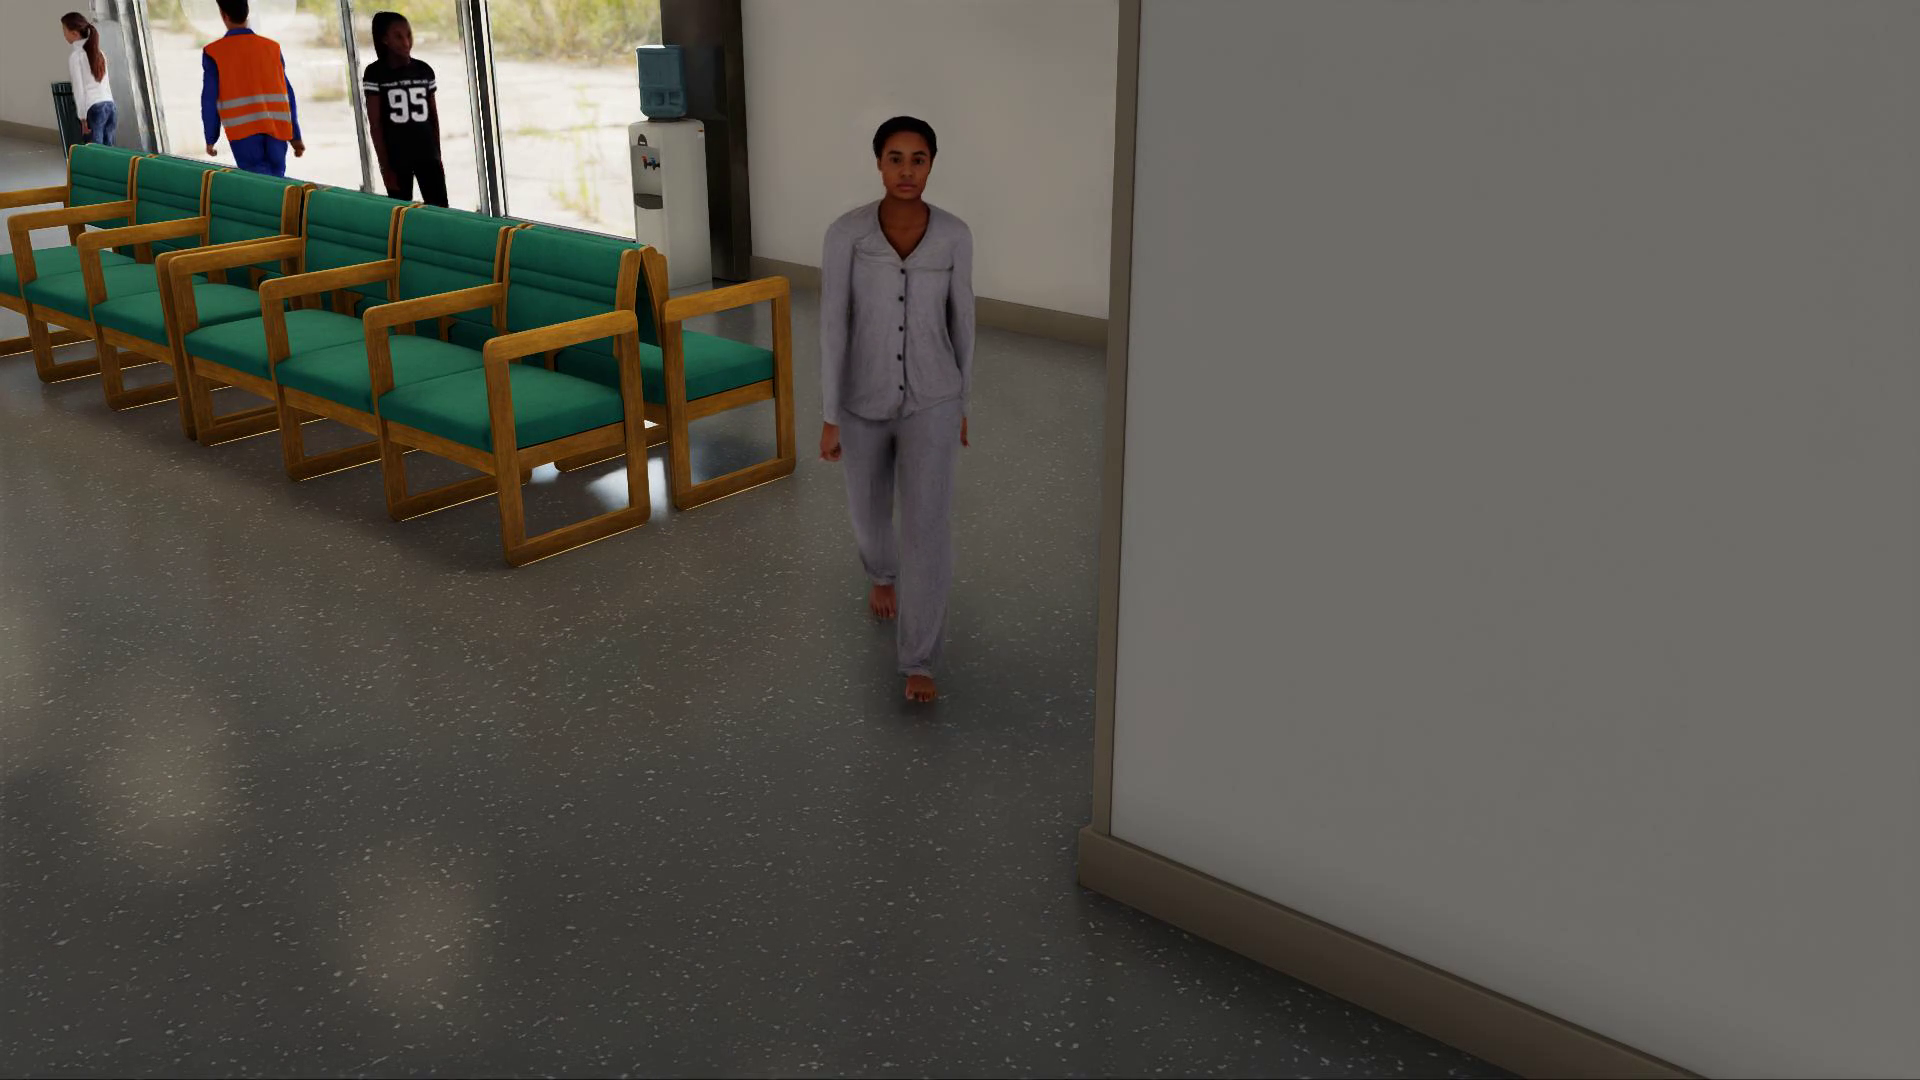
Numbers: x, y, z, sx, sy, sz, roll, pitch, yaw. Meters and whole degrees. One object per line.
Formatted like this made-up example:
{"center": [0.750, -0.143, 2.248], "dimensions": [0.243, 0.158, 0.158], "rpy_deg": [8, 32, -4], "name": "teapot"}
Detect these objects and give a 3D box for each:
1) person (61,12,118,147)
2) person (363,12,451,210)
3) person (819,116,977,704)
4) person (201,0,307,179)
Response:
{"center": [-6.694, -3.282, 13.037], "dimensions": [0.800, 1.468, 0.887], "rpy_deg": [6, 22, 16], "name": "person"}
{"center": [-3.367, -2.275, 10.043], "dimensions": [0.937, 1.707, 0.813], "rpy_deg": [-14, 25, -32], "name": "person"}
{"center": [-0.207, -0.435, 5.190], "dimensions": [1.101, 1.702, 1.194], "rpy_deg": [-1, 21, -2], "name": "person"}
{"center": [-4.304, -2.432, 10.294], "dimensions": [0.749, 1.822, 1.064], "rpy_deg": [18, 27, 40], "name": "person"}
